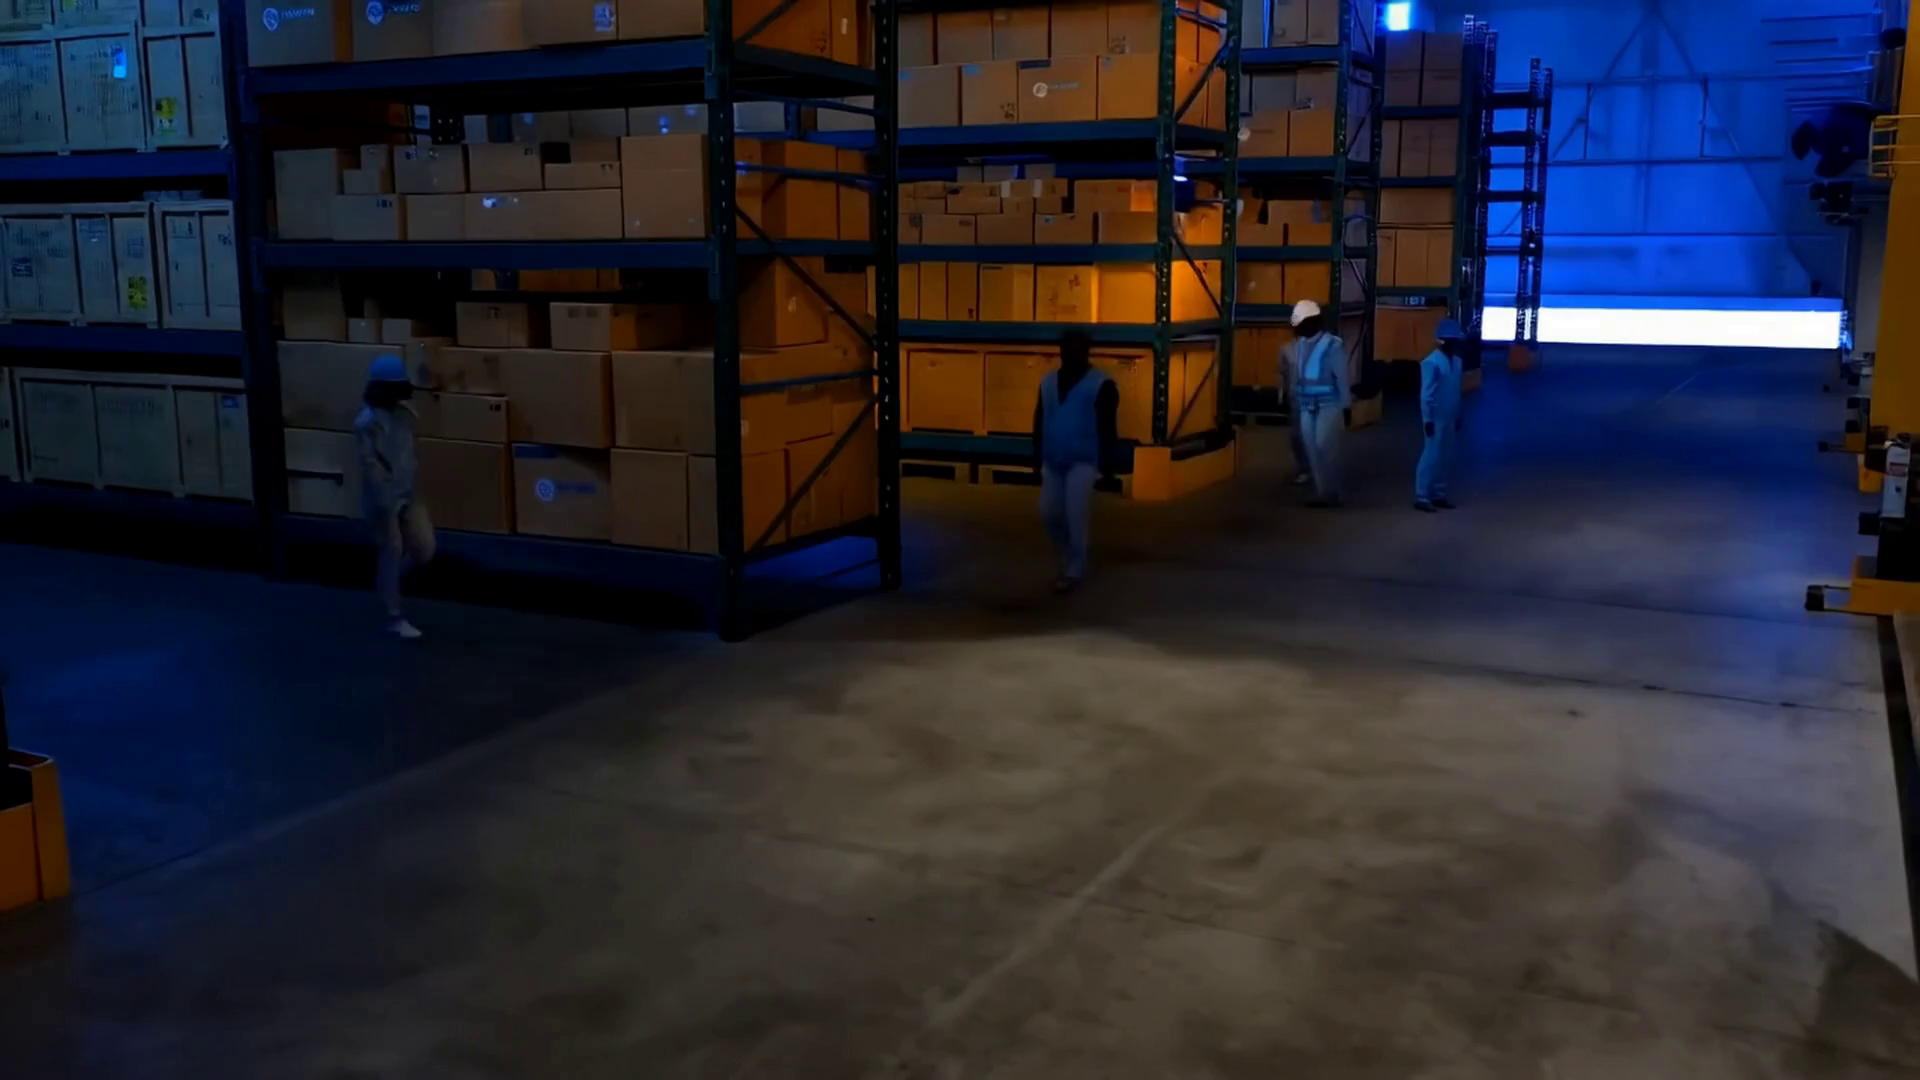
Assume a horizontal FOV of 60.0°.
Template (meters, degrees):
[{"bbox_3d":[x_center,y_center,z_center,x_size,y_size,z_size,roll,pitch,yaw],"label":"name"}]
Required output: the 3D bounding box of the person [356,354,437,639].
[{"bbox_3d":[-3.420,-0.256,10.051,0.403,1.729,0.491,5,11,27],"label":"person"}]

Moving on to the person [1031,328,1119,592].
[{"bbox_3d":[0.826,-0.571,11.609,0.638,1.824,0.594,8,12,37],"label":"person"}]

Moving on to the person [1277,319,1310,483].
[{"bbox_3d":[3.537,-1.471,17.078,0.528,1.742,0.648,5,11,28],"label":"person"}]

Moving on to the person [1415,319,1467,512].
[{"bbox_3d":[4.384,-1.124,15.048,0.563,1.742,0.353,-9,13,-42],"label":"person"}]

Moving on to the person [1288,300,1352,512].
[{"bbox_3d":[3.234,-1.204,15.036,0.438,1.906,0.680,-8,13,-38],"label":"person"}]
